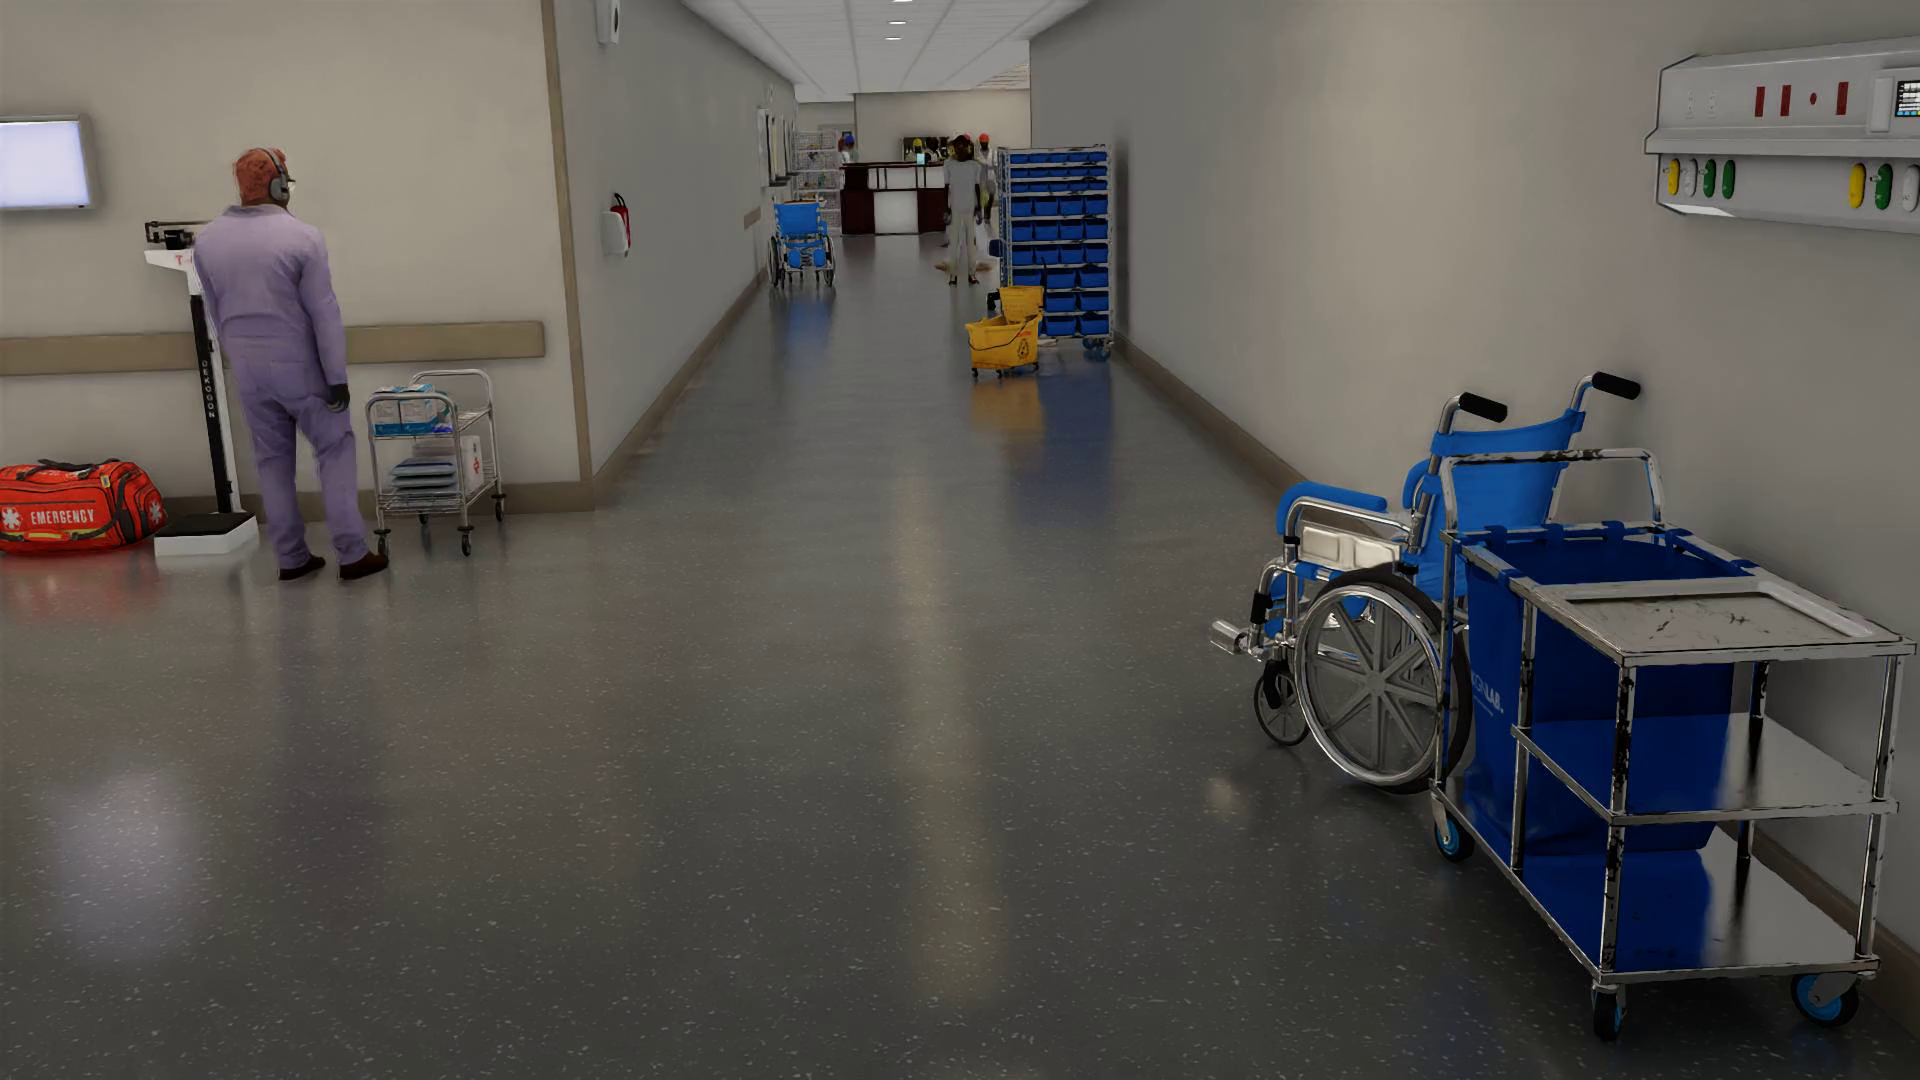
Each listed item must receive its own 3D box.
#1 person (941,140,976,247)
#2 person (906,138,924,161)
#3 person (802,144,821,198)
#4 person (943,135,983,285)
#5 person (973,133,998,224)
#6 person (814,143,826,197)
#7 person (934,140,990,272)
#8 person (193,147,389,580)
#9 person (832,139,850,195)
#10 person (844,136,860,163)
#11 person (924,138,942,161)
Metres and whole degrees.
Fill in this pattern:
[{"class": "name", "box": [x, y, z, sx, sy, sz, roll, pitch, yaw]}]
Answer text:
[{"class": "person", "box": [-0.012, -5.956, 28.577, 0.576, 1.804, 0.934, 7, 16, 33]}, {"class": "person", "box": [-0.983, -8.634, 39.646, 0.596, 1.828, 0.403, -7, 15, -21]}, {"class": "person", "box": [-3.717, -9.081, 41.946, 0.344, 1.747, 0.572, 8, 17, 35]}, {"class": "person", "box": [0.036, -4.182, 21.127, 0.509, 1.870, 0.329, -3, 14, -7]}, {"class": "person", "box": [0.550, -7.769, 35.709, 0.567, 1.917, 0.702, -3, 14, -6]}, {"class": "person", "box": [-4.158, -10.621, 48.316, 0.523, 1.761, 0.323, -5, 14, -12]}, {"class": "person", "box": [0.046, -4.601, 22.977, 0.890, 1.802, 0.645, -11, 16, -34]}, {"class": "person", "box": [-2.949, -0.746, 7.297, 0.668, 1.901, 0.461, 1, 14, 12]}, {"class": "person", "box": [-2.757, -8.434, 38.946, 0.438, 1.870, 0.581, 2, 14, 16]}, {"class": "person", "box": [-2.712, -9.244, 42.102, 0.402, 1.941, 0.602, -5, 14, -15]}, {"class": "person", "box": [-0.611, -8.520, 39.123, 0.431, 1.836, 0.626, 6, 15, 27]}]
